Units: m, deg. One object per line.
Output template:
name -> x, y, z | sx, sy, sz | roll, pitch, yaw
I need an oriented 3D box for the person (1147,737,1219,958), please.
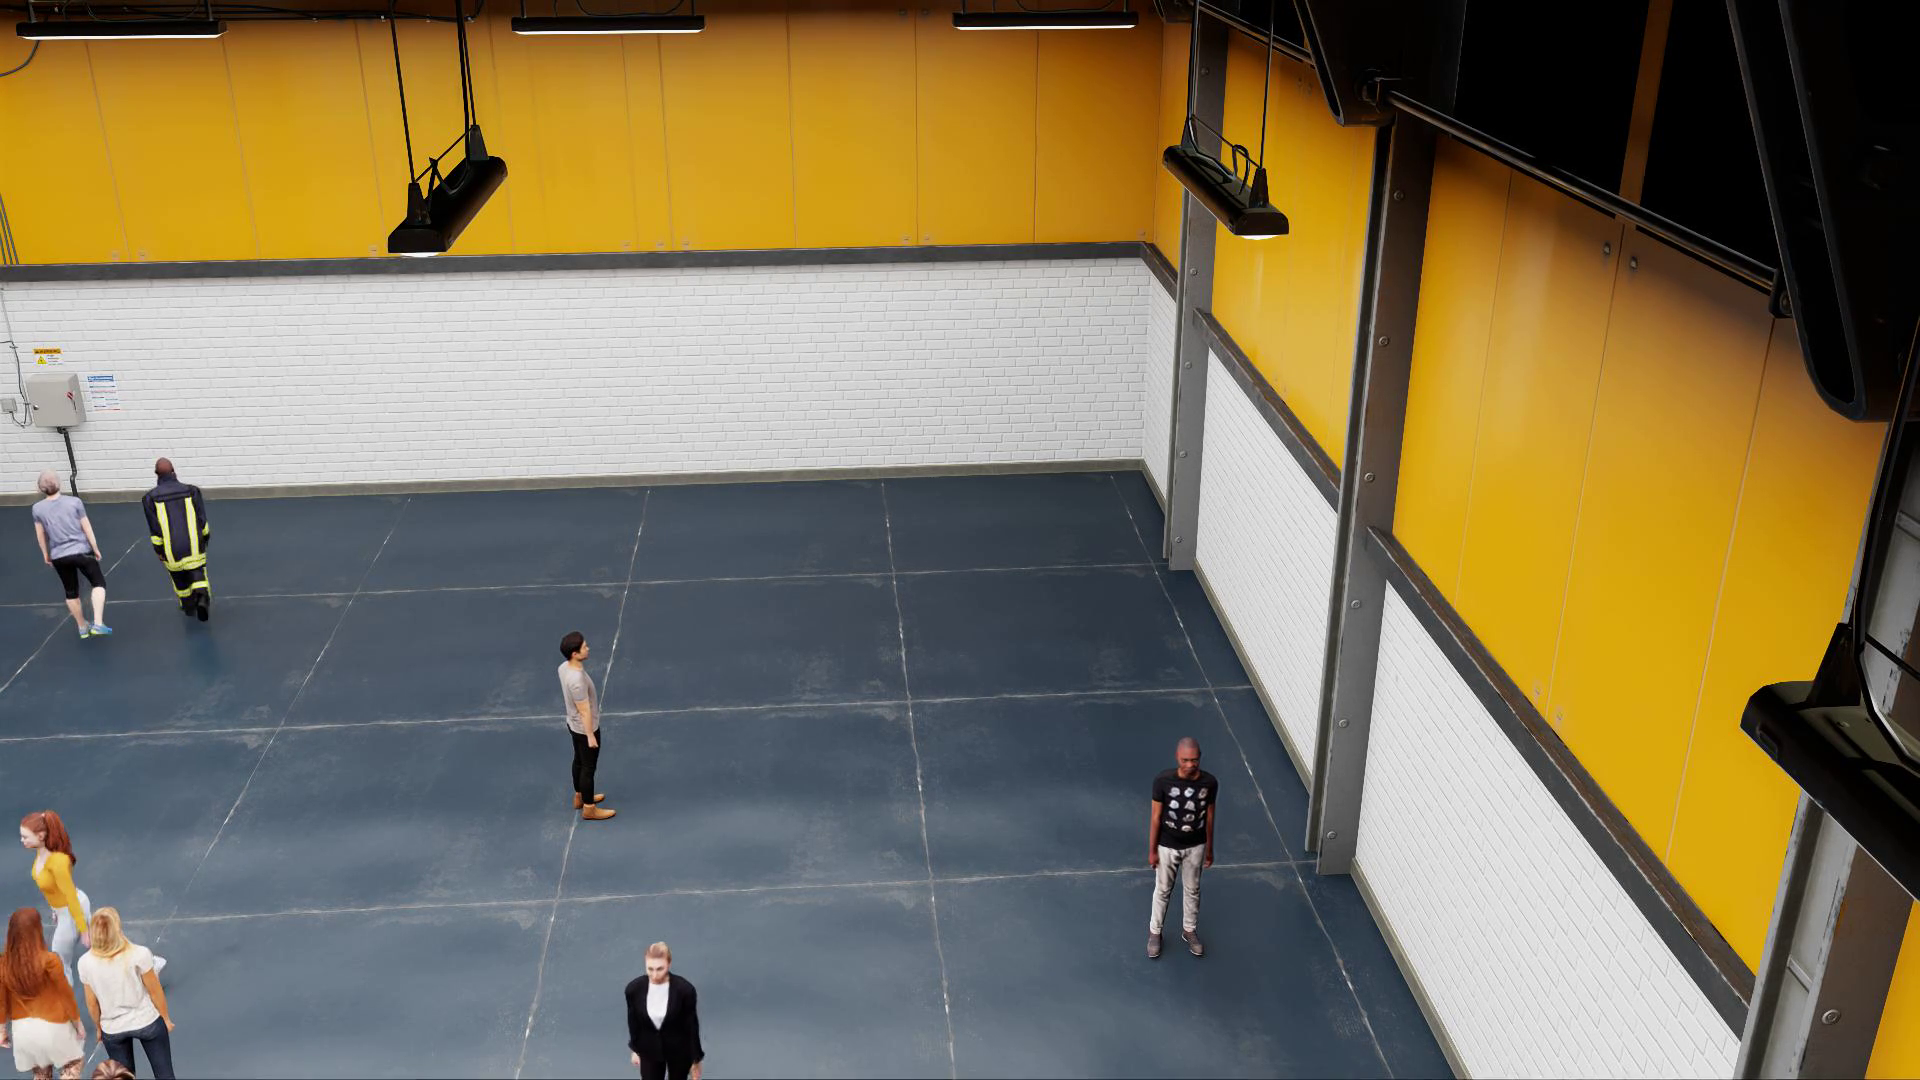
person -> 1.653, 2.270, 12.430 | 0.646, 1.805, 0.587 | -1, 24, -3

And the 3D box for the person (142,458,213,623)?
person -> -8.223, 0.026, 17.573 | 1.037, 1.799, 1.207 | -14, 27, -29

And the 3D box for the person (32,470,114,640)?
person -> -9.131, 0.188, 17.099 | 0.789, 1.880, 0.838 | -7, 24, -15

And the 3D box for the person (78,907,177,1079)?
person -> -5.245, 3.093, 10.545 | 0.635, 1.809, 0.559 | -6, 24, -14

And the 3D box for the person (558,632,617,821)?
person -> -3.219, 1.561, 14.154 | 0.735, 1.724, 0.589 | -11, 26, -24

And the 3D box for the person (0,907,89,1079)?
person -> -5.826, 3.148, 10.548 | 0.659, 1.704, 0.736 | -4, 24, -9

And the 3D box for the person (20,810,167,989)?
person -> -6.155, 2.624, 11.736 | 1.163, 1.712, 1.222 | -21, 31, -39

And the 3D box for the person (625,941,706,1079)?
person -> -1.837, 3.189, 10.481 | 0.655, 1.683, 0.845 | -1, 24, -3
